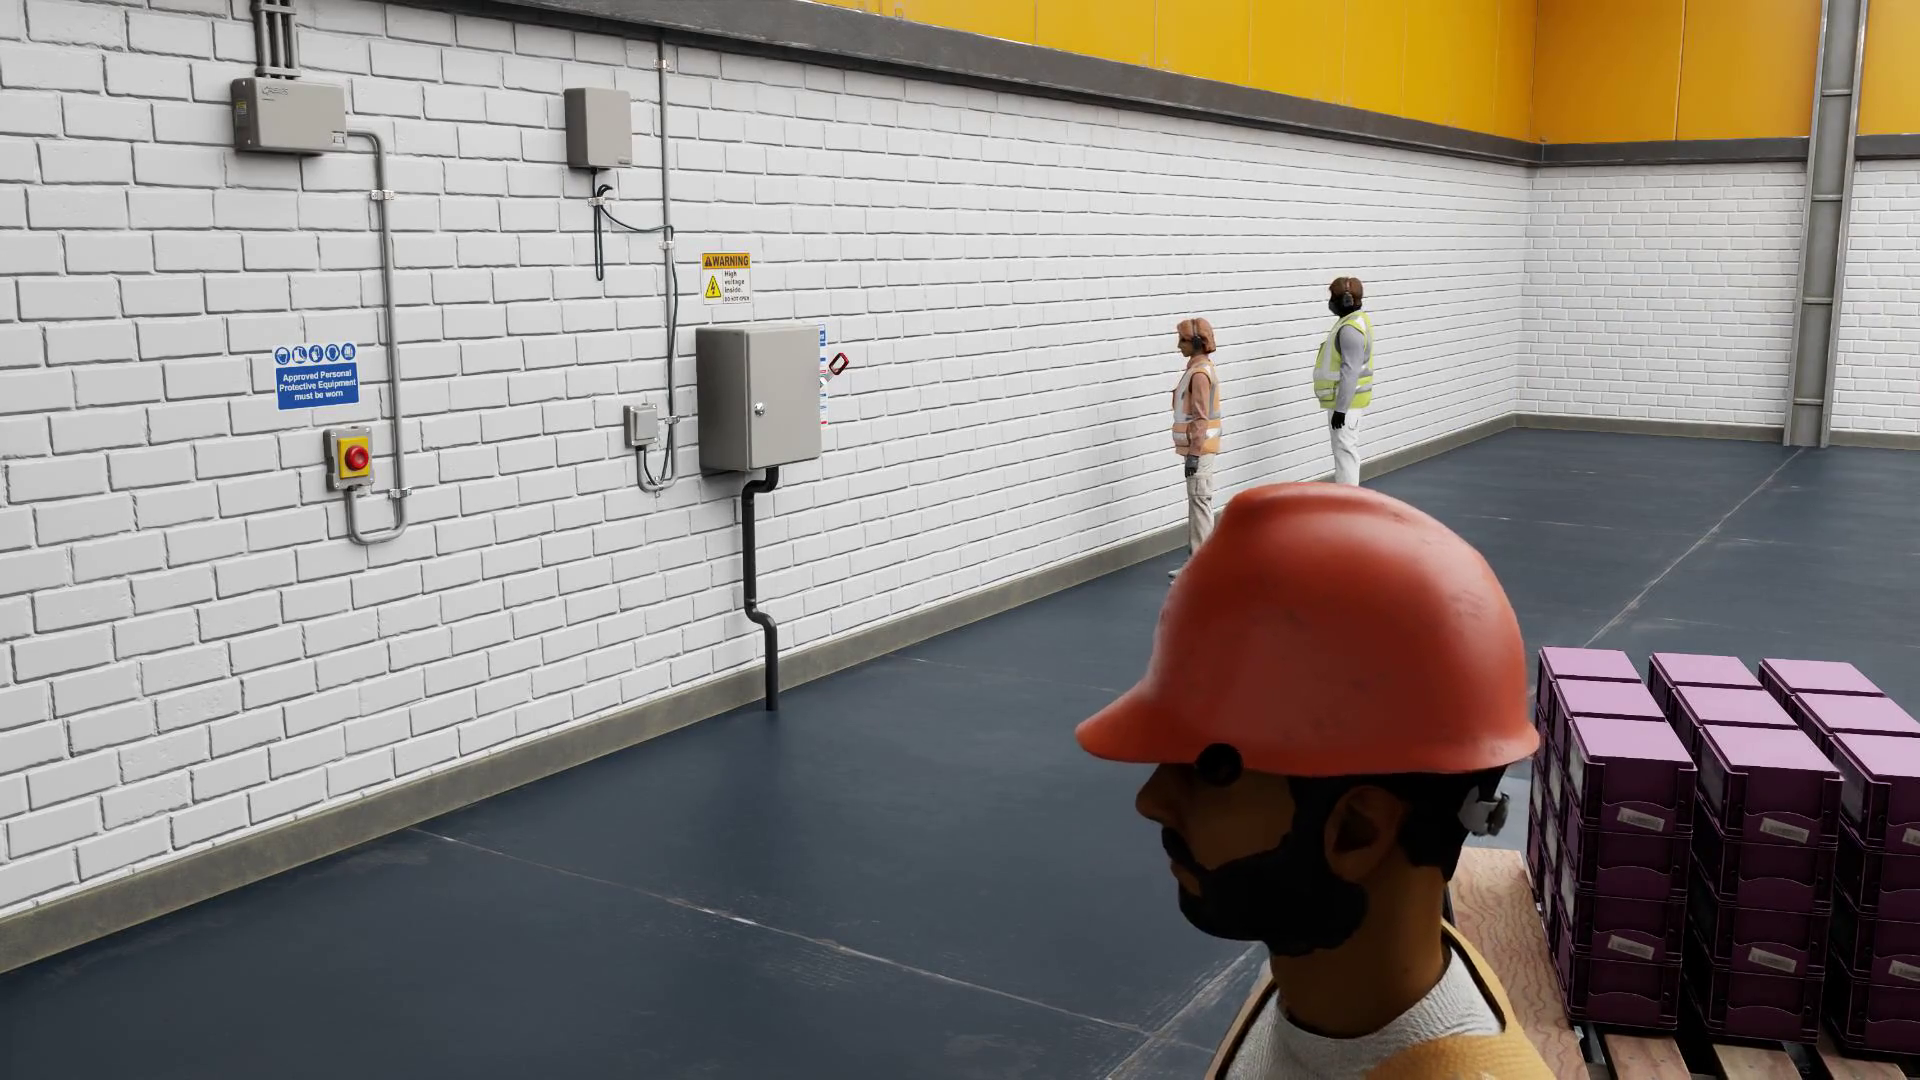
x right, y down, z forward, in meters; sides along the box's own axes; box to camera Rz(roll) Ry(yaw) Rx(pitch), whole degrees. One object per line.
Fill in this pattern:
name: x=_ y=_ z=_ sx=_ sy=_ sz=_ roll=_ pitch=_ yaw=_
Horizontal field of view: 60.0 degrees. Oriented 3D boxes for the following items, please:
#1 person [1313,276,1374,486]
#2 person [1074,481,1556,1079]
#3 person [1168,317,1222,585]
person: x=2.776 y=-0.987 z=12.092 sx=0.429 sy=1.844 sz=0.627 roll=2 pitch=11 yaw=13
person: x=0.257 y=0.918 z=1.269 sx=0.359 sy=1.938 sz=0.545 roll=0 pitch=10 yaw=1
person: x=1.435 y=-0.529 z=10.119 sx=0.309 sy=1.638 sz=0.513 roll=1 pitch=10 yaw=6
